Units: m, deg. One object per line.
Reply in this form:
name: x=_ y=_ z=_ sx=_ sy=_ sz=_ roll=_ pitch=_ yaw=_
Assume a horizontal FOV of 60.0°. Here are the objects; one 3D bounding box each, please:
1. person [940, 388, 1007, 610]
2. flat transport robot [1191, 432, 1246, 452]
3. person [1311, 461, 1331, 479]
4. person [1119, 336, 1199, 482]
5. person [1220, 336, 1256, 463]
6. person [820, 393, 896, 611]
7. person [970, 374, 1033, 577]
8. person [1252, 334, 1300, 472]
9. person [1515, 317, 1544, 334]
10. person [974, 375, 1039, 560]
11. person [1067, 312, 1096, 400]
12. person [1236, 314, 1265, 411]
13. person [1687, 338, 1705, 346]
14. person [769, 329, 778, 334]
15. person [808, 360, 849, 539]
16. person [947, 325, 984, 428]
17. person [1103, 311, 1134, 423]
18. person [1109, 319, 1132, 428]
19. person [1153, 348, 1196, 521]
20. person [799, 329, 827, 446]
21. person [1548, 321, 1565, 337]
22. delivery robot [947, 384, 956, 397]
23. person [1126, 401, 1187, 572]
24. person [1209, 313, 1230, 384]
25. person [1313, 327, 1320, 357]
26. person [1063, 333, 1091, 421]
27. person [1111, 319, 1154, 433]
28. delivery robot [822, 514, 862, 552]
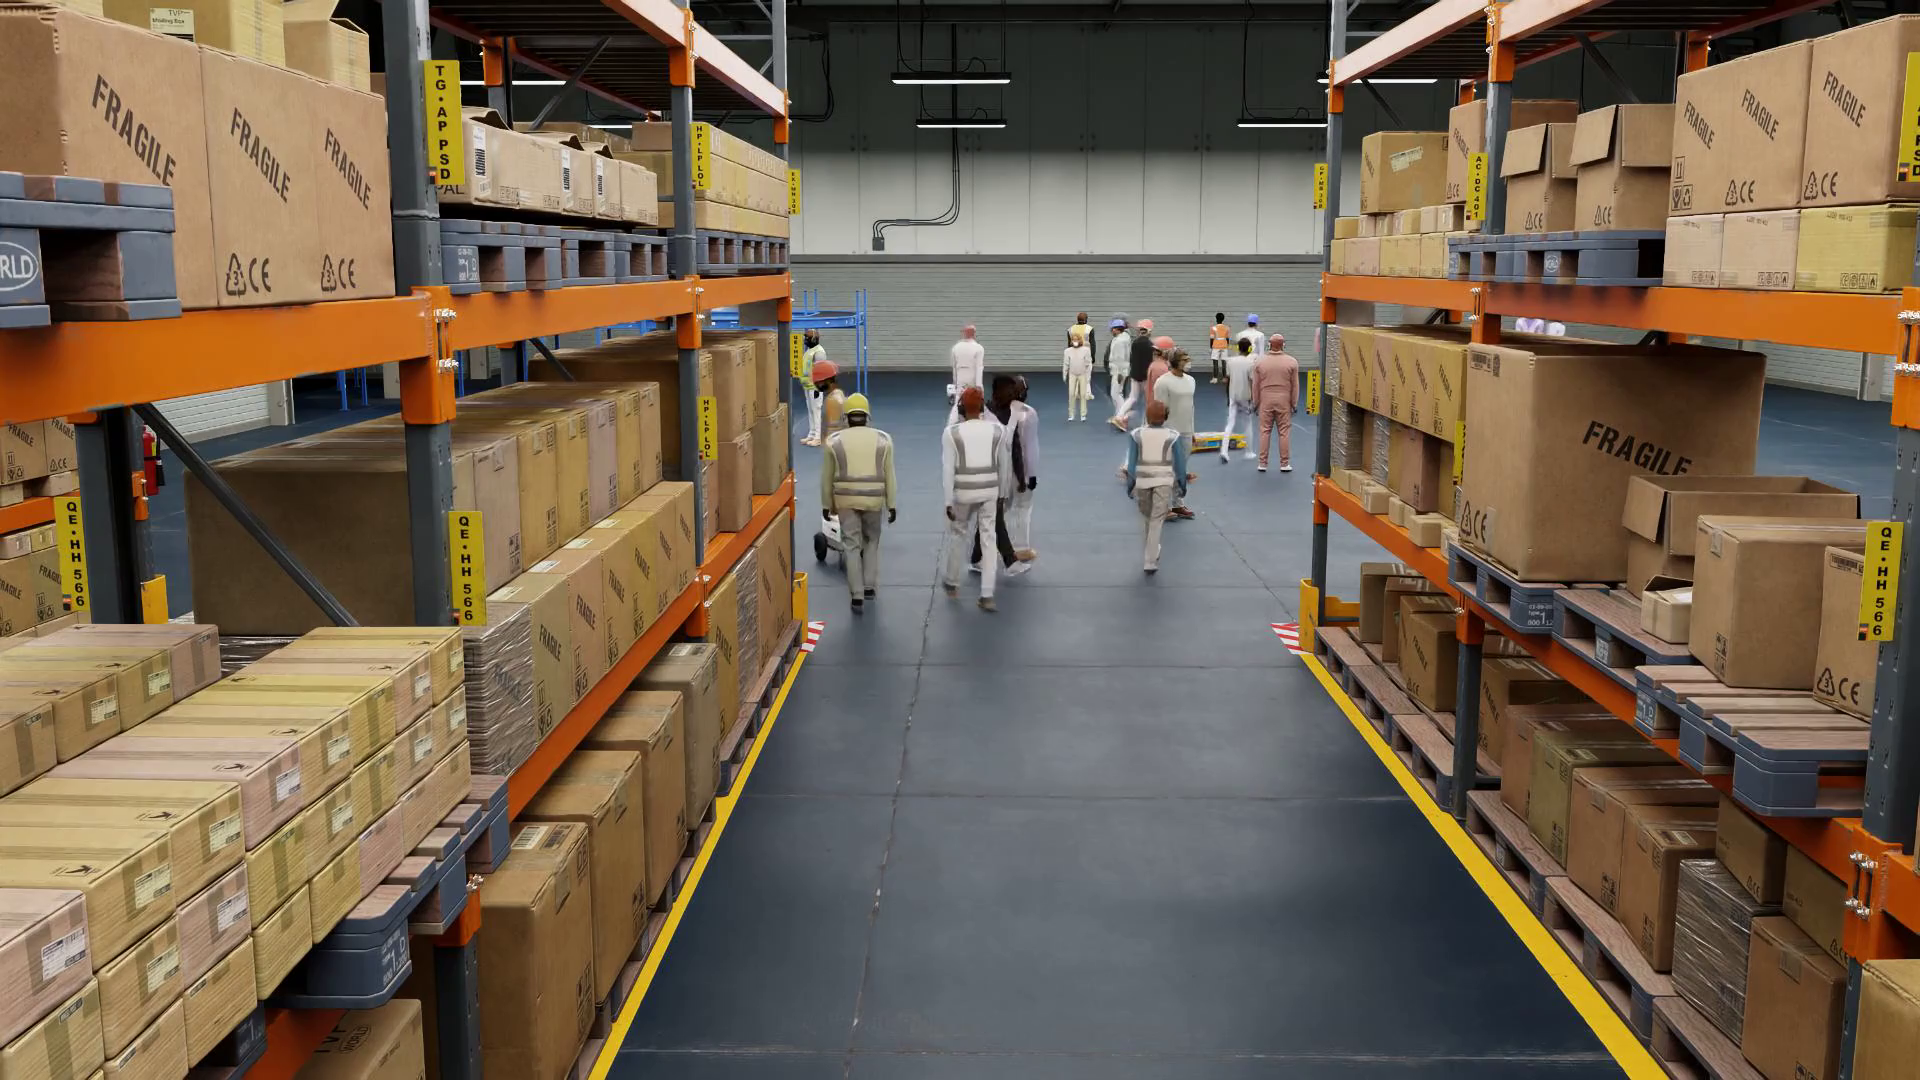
person: x=0.109 y=-0.377 z=14.208 sx=0.599 sy=1.841 sz=0.951 roll=-2 pitch=10 yaw=-13
flat transport robot: x=3.812 y=-1.546 z=26.022 sx=1.431 sy=0.197 sz=0.652 roll=-7 pitch=12 yaw=-35
person: x=4.856 y=-1.701 z=21.910 sx=0.722 sy=1.905 sz=0.563 roll=5 pitch=11 yaw=28
person: x=2.609 y=-1.716 z=21.934 sx=1.053 sy=1.951 sz=0.611 roll=-3 pitch=10 yaw=-15
person: x=4.076 y=-2.064 z=24.365 sx=0.530 sy=1.832 sz=0.949 roll=5 pitch=11 yaw=29
person: x=-0.873 y=-0.342 z=14.077 sx=0.626 sy=1.803 sz=0.762 roll=-2 pitch=10 yaw=-10
person: x=0.409 y=-0.589 z=15.386 sx=0.956 sy=1.870 sz=0.614 roll=9 pitch=13 yaw=43
person: x=4.391 y=-1.904 z=23.136 sx=0.648 sy=1.913 sz=0.409 roll=2 pitch=10 yaw=14
person: x=12.975 y=-4.423 z=37.957 sx=0.627 sy=2.001 sz=0.698 roll=4 pitch=10 yaw=25
person: x=0.463 y=-0.687 z=16.155 sx=0.654 sy=1.819 sz=0.693 roll=8 pitch=12 yaw=40
person: x=2.608 y=-3.922 z=35.435 sx=0.627 sy=1.844 sz=0.429 roll=5 pitch=11 yaw=27
person: x=5.681 y=-3.484 z=32.641 sx=0.622 sy=1.905 sz=0.984 roll=6 pitch=11 yaw=34
person: x=9.545 y=-1.690 z=21.826 sx=0.646 sy=1.920 sz=0.577 roll=8 pitch=12 yaw=39
person: x=-3.017 y=-2.516 z=27.072 sx=0.599 sy=1.822 sz=0.589 roll=-6 pitch=11 yaw=-32
person: x=-1.253 y=-0.910 z=17.205 sx=0.610 sy=1.898 sz=0.622 roll=0 pitch=9 yaw=3
person: x=0.108 y=-2.641 z=27.723 sx=0.651 sy=1.872 sz=0.960 roll=6 pitch=11 yaw=34
person: x=2.850 y=-3.084 z=29.943 sx=0.535 sy=2.000 sz=0.701 roll=3 pitch=10 yaw=15
person: x=2.828 y=-2.919 z=29.281 sx=0.413 sy=1.902 sz=0.705 roll=1 pitch=10 yaw=5
person: x=2.453 y=-1.205 z=18.868 sx=0.636 sy=1.939 sz=0.364 roll=-9 pitch=13 yaw=-43
person: x=-2.345 y=-2.428 z=26.488 sx=0.429 sy=1.845 sz=0.622 roll=-4 pitch=10 yaw=-20
person: x=13.281 y=-4.245 z=37.249 sx=0.946 sy=1.904 sz=0.543 roll=-4 pitch=10 yaw=-20
delivery robot: x=-0.006 y=-3.048 z=33.890 sx=0.477 sy=0.478 sz=0.707 roll=-3 pitch=10 yaw=-19
person: x=1.882 y=-0.522 z=15.795 sx=0.544 sy=1.587 sz=0.863 roll=4 pitch=10 yaw=22
person: x=6.229 y=-4.605 z=39.956 sx=0.533 sy=1.697 sz=0.318 roll=-3 pitch=10 yaw=-19
person: x=8.406 y=-4.357 z=38.281 sx=0.553 sy=1.746 sz=0.637 roll=1 pitch=10 yaw=6
person: x=2.148 y=-2.986 z=30.504 sx=0.507 sy=1.614 sz=0.324 roll=3 pitch=10 yaw=16
person: x=3.046 y=-2.810 z=28.498 sx=0.974 sy=1.952 sz=0.624 roll=-5 pitch=11 yaw=-29
delivery robot: x=-1.095 y=-0.087 z=16.137 sx=0.477 sy=0.478 sz=0.707 roll=-3 pitch=9 yaw=-20
